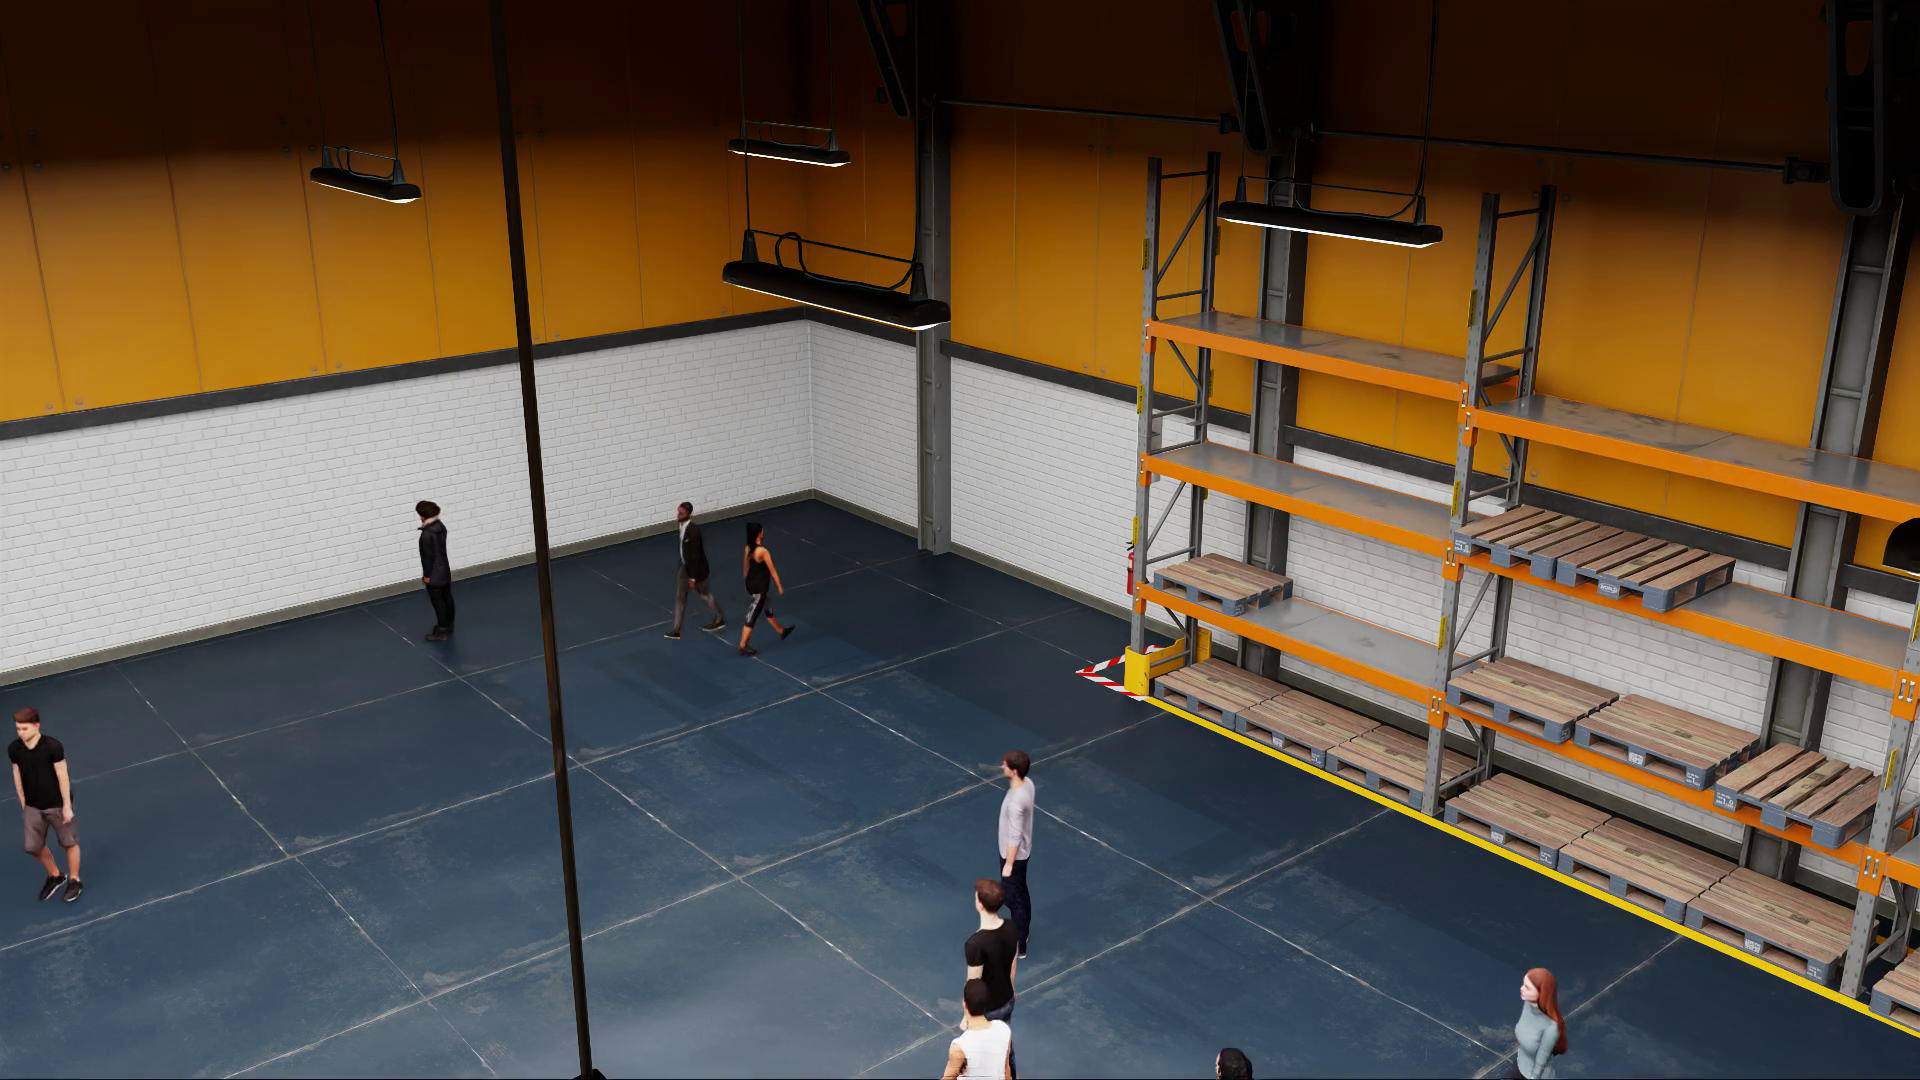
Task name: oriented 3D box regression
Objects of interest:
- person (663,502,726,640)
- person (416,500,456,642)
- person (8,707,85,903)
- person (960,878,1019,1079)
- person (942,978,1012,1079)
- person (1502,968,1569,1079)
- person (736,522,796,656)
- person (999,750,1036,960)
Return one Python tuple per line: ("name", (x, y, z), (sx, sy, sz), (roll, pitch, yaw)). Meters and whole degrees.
("person", (-3.221, 0.369, 20.433), (0.742, 1.748, 1.047), (-12, 22, -33))
("person", (-6.421, 0.362, 20.407), (0.768, 1.777, 0.725), (4, 19, 10))
("person", (-7.956, 2.270, 14.630), (0.789, 1.848, 0.824), (-1, 19, -2))
("person", (0.221, 3.248, 11.653), (0.587, 1.895, 0.711), (16, 24, 40))
("person", (0.163, 3.703, 10.565), (1.160, 1.728, 0.707), (18, 25, 42))
("person", (3.839, 3.582, 10.918), (0.762, 1.732, 0.691), (-2, 19, -7))
("person", (-2.488, 0.608, 19.913), (0.660, 1.627, 1.020), (-14, 23, -36))
("person", (0.467, 2.571, 13.745), (0.772, 1.844, 0.731), (3, 19, 9))
